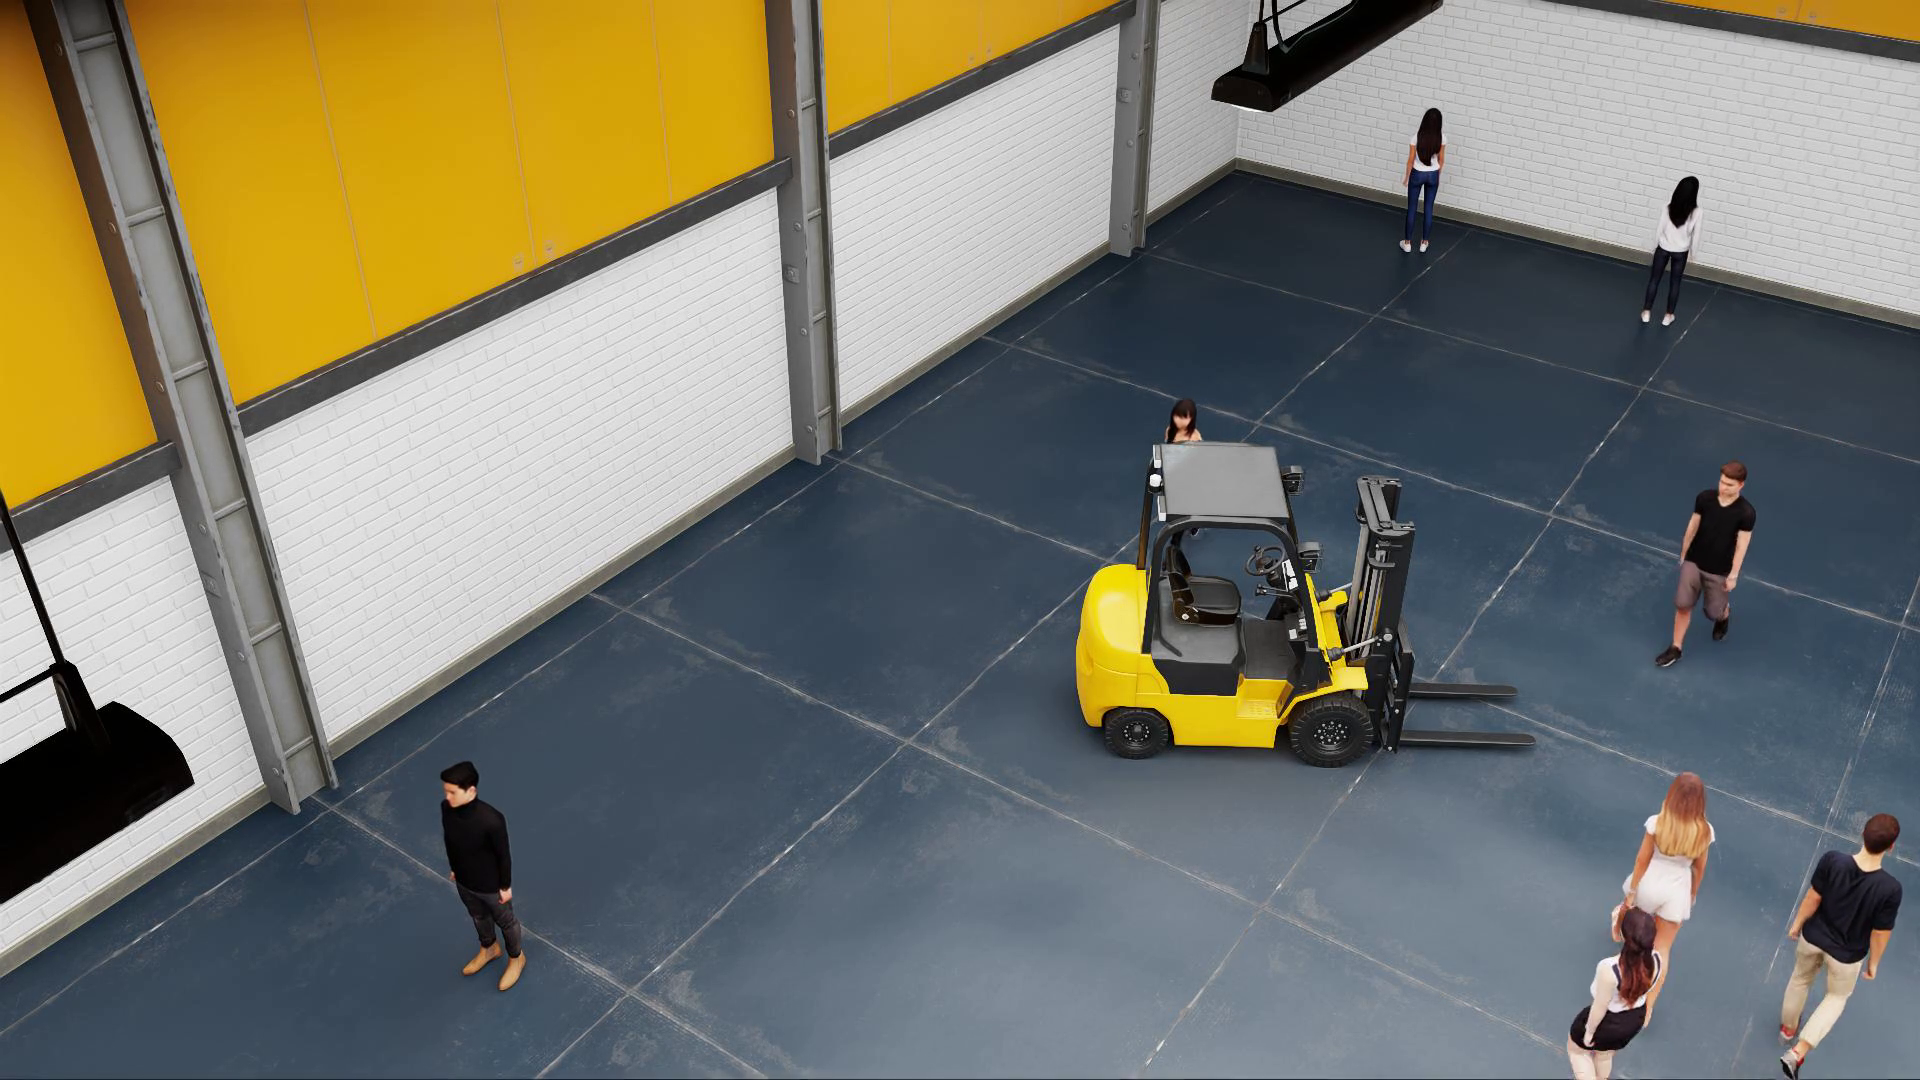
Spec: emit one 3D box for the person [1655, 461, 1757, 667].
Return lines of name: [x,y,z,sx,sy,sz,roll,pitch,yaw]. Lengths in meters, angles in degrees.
person: [5.985,0.162,13.146,1.090,1.844,0.812,-26,42,-33]

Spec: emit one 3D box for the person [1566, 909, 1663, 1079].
person: [3.730,2.782,9.392,0.732,1.635,0.784,-10,35,-15]

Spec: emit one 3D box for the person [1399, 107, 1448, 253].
person: [5.566,-4.319,19.950,0.667,1.774,0.672,3,34,5]

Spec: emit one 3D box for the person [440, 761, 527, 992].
person: [-2.992,2.068,10.388,0.671,1.723,0.578,16,37,22]

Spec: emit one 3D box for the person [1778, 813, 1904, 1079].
person: [5.091,2.422,9.758,0.736,1.831,0.973,28,43,35]

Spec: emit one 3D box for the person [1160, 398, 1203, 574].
person: [1.956,-0.527,14.380,0.637,1.626,0.980,26,42,34]

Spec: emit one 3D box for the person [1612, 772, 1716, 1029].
person: [4.303,2.234,10.229,0.856,1.623,1.249,9,35,13]

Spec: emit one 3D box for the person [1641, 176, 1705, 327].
person: [7.854,-3.198,18.332,0.655,1.700,0.597,14,36,21]
